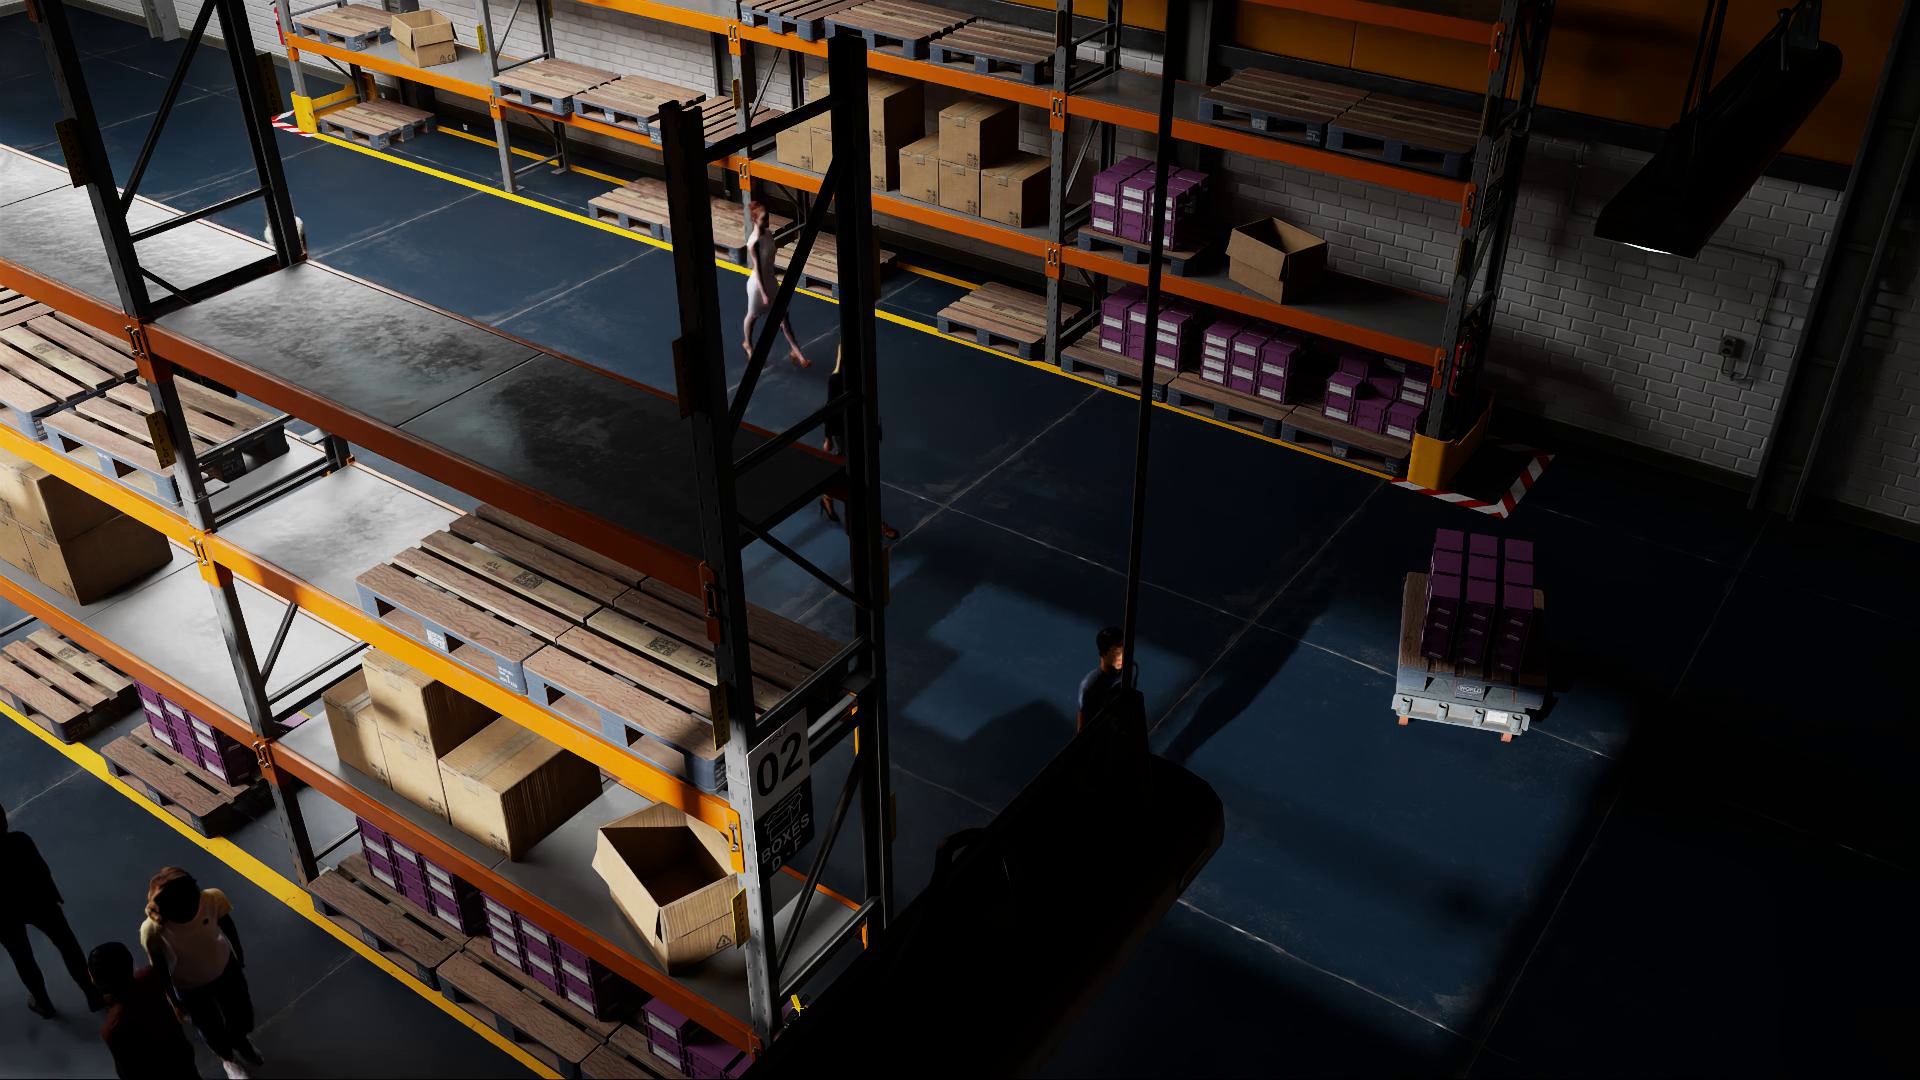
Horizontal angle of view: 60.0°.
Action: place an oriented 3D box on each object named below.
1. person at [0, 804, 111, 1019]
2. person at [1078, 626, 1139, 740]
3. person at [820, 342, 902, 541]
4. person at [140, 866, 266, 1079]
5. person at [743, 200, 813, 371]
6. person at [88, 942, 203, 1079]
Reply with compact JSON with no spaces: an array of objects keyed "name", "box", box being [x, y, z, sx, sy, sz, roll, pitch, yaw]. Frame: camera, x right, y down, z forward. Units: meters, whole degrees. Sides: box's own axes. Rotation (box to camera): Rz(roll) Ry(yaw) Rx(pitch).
[{"name":"person","box":[-5.400,2.126,9.551,0.786,1.639,0.768,-24,40,-31]},{"name":"person","box":[0.926,1.288,10.659,0.697,1.809,0.595,-29,43,-36]},{"name":"person","box":[-0.984,-0.859,13.904,1.135,1.791,0.662,23,40,31]},{"name":"person","box":[-4.197,2.359,9.139,0.695,1.706,0.701,-27,42,-34]},{"name":"person","box":[-2.028,-2.492,16.394,1.049,1.755,0.681,15,37,22]},{"name":"person","box":[-4.014,2.723,8.560,1.187,1.741,0.913,7,34,10]}]
